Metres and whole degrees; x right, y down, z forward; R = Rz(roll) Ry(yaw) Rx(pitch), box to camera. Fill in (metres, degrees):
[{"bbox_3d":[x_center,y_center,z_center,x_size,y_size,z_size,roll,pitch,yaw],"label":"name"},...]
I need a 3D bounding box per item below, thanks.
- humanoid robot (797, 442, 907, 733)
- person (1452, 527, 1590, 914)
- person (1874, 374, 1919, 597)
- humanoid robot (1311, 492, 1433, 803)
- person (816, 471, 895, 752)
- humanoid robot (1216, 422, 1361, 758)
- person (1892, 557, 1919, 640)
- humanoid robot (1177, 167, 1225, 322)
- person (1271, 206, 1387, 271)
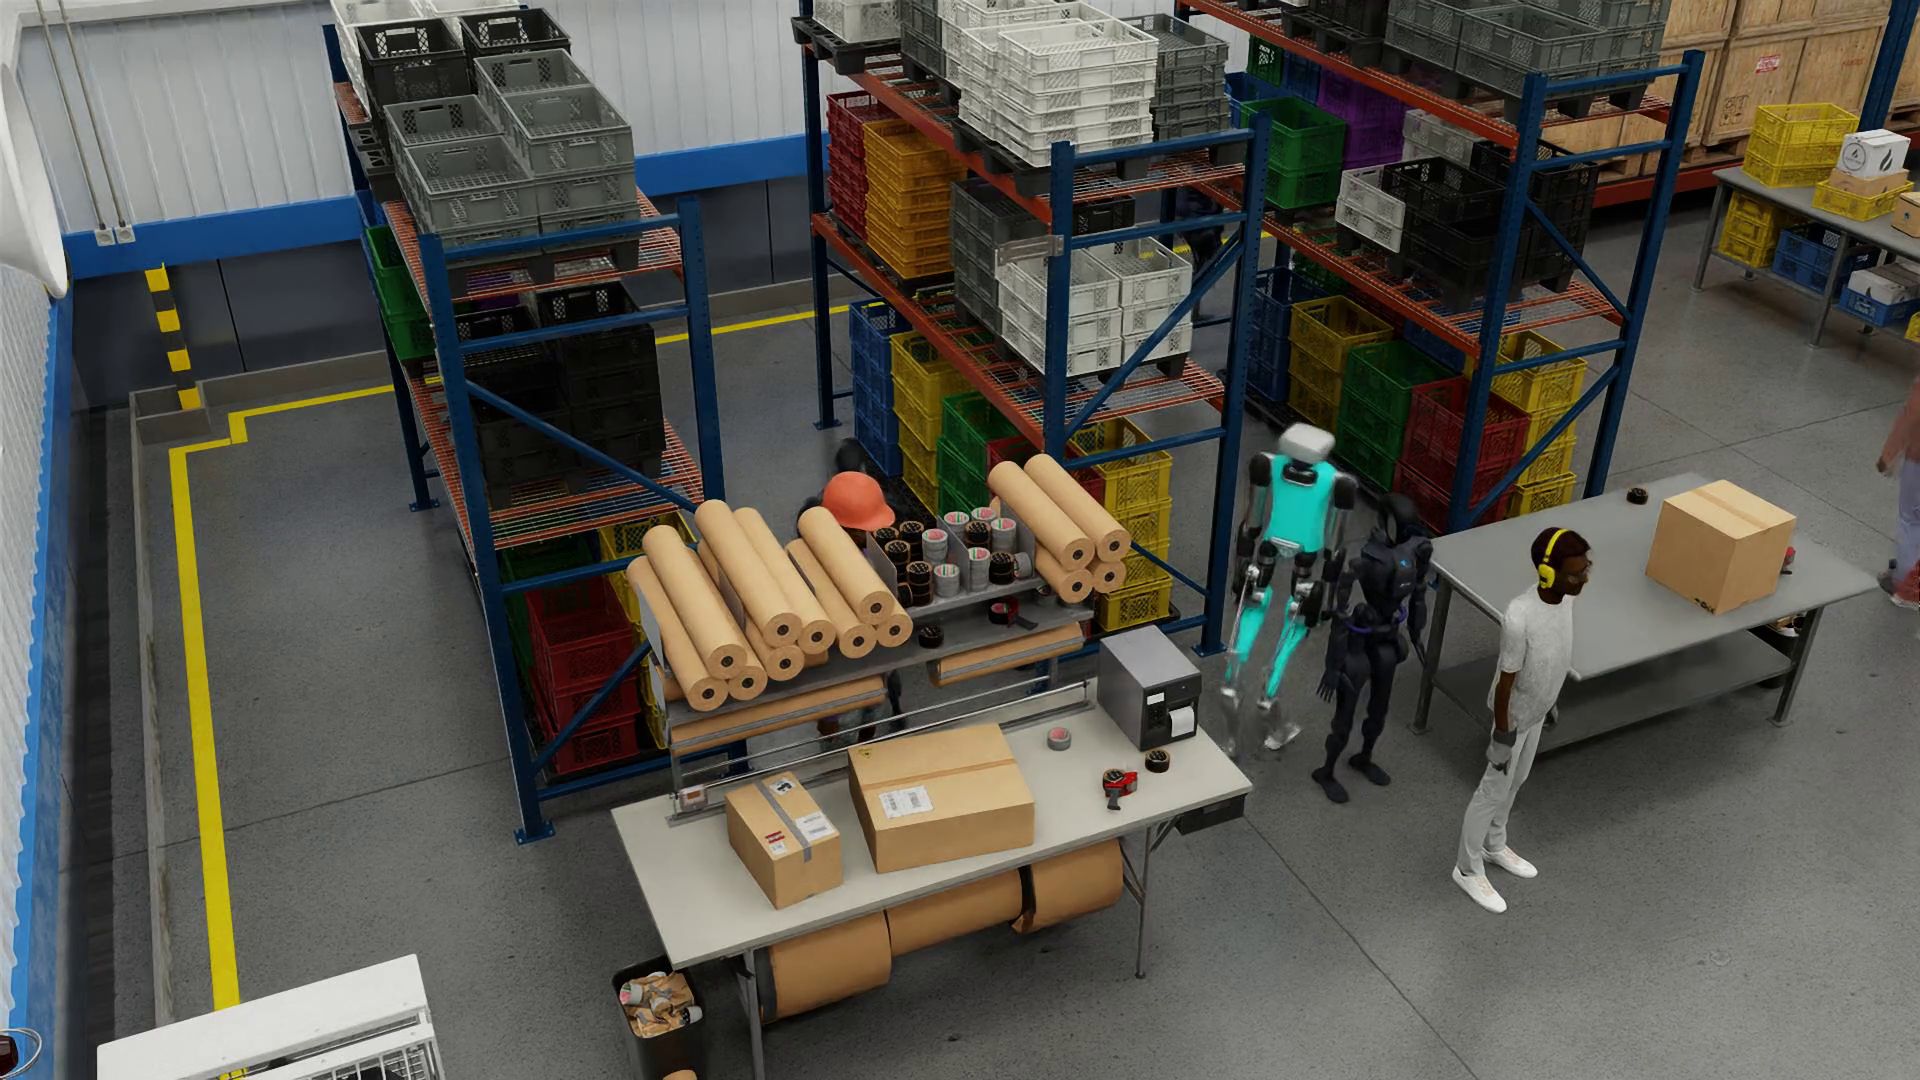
[{"bbox_3d":[-0.523,0.248,8.235,0.612,1.634,0.515,-2,32,-3],"label":"humanoid robot"},{"bbox_3d":[2.450,0.769,7.191,0.328,1.876,0.508,26,40,36],"label":"person"},{"bbox_3d":[5.457,-0.499,9.360,0.557,1.743,0.562,-2,32,-3],"label":"person"},{"bbox_3d":[1.942,0.495,7.819,0.609,1.653,0.308,-17,35,-25],"label":"humanoid robot"},{"bbox_3d":[-0.446,0.590,7.323,0.391,2.041,0.612,13,34,20],"label":"person"},{"bbox_3d":[1.491,0.357,7.983,0.543,1.775,0.764,17,35,25],"label":"humanoid robot"},{"bbox_3d":[5.449,-0.269,8.846,0.408,1.908,0.675,13,34,20],"label":"person"},{"bbox_3d":[1.760,-2.386,12.513,0.471,1.643,0.614,-9,33,-14],"label":"humanoid robot"},{"bbox_3d":[3.035,-2.952,13.264,0.851,1.844,0.504,18,36,26],"label":"person"}]
